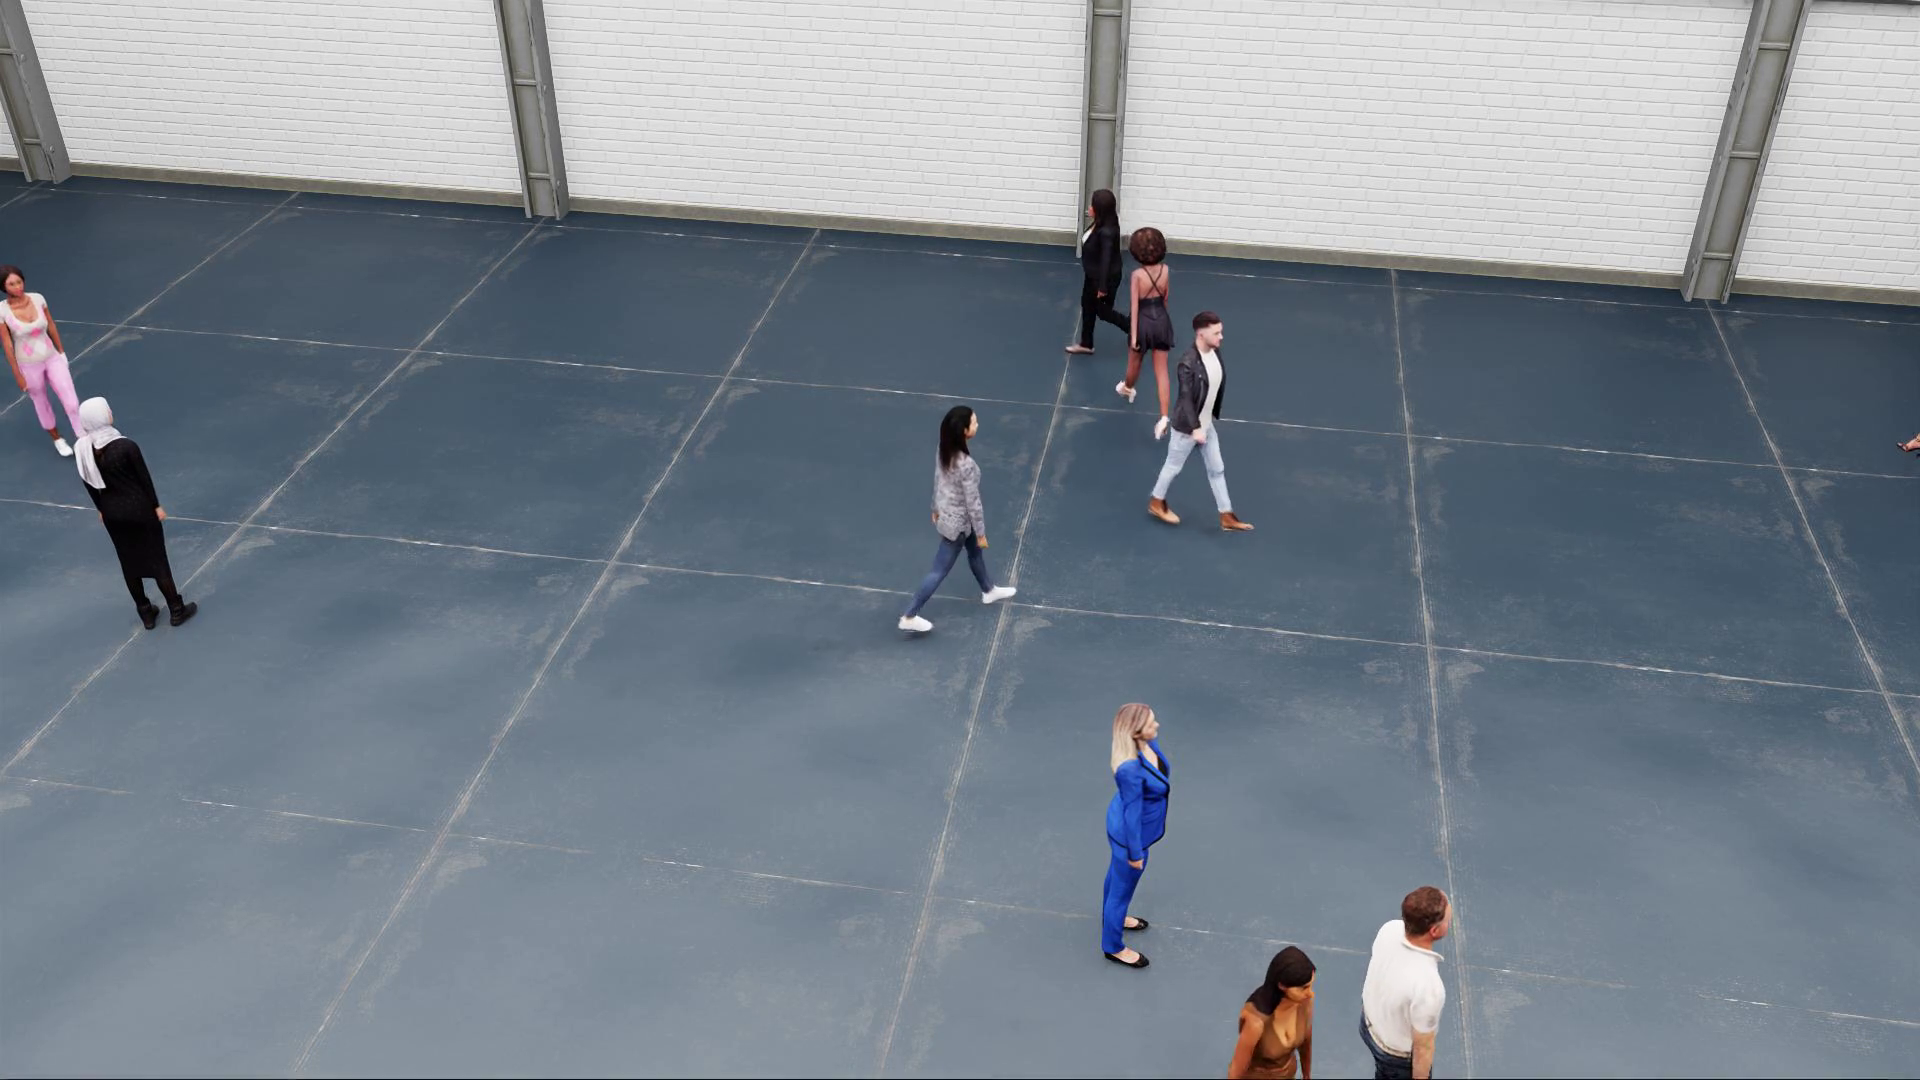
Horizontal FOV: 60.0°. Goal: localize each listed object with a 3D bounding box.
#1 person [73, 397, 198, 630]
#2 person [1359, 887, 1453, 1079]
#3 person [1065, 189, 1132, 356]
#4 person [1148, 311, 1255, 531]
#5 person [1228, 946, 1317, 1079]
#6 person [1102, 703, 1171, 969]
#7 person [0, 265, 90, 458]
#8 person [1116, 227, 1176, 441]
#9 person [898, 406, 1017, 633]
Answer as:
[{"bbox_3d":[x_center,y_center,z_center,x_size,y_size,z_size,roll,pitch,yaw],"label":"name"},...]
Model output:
[{"bbox_3d":[-5.696,-0.165,11.408,0.529,1.780,0.699,0,34,-1],"label":"person"},{"bbox_3d":[1.921,2.315,7.620,1.020,1.842,0.837,-4,34,-5],"label":"person"},{"bbox_3d":[1.354,-2.363,14.876,1.052,1.601,0.827,-4,34,-7],"label":"person"},{"bbox_3d":[1.671,-0.886,12.474,1.198,1.801,1.030,27,42,34],"label":"person"},{"bbox_3d":[1.323,2.434,7.594,0.705,1.674,0.756,-22,40,-30],"label":"person"},{"bbox_3d":[0.898,1.550,8.900,0.528,1.701,0.611,5,34,7],"label":"person"},{"bbox_3d":[-7.422,-1.416,13.349,1.087,1.715,0.941,28,43,35],"label":"person"},{"bbox_3d":[1.585,-1.645,13.682,1.116,1.727,1.016,-11,35,-15],"label":"person"},{"bbox_3d":[-0.105,-0.103,11.401,1.275,1.684,1.094,-14,36,-20],"label":"person"}]
